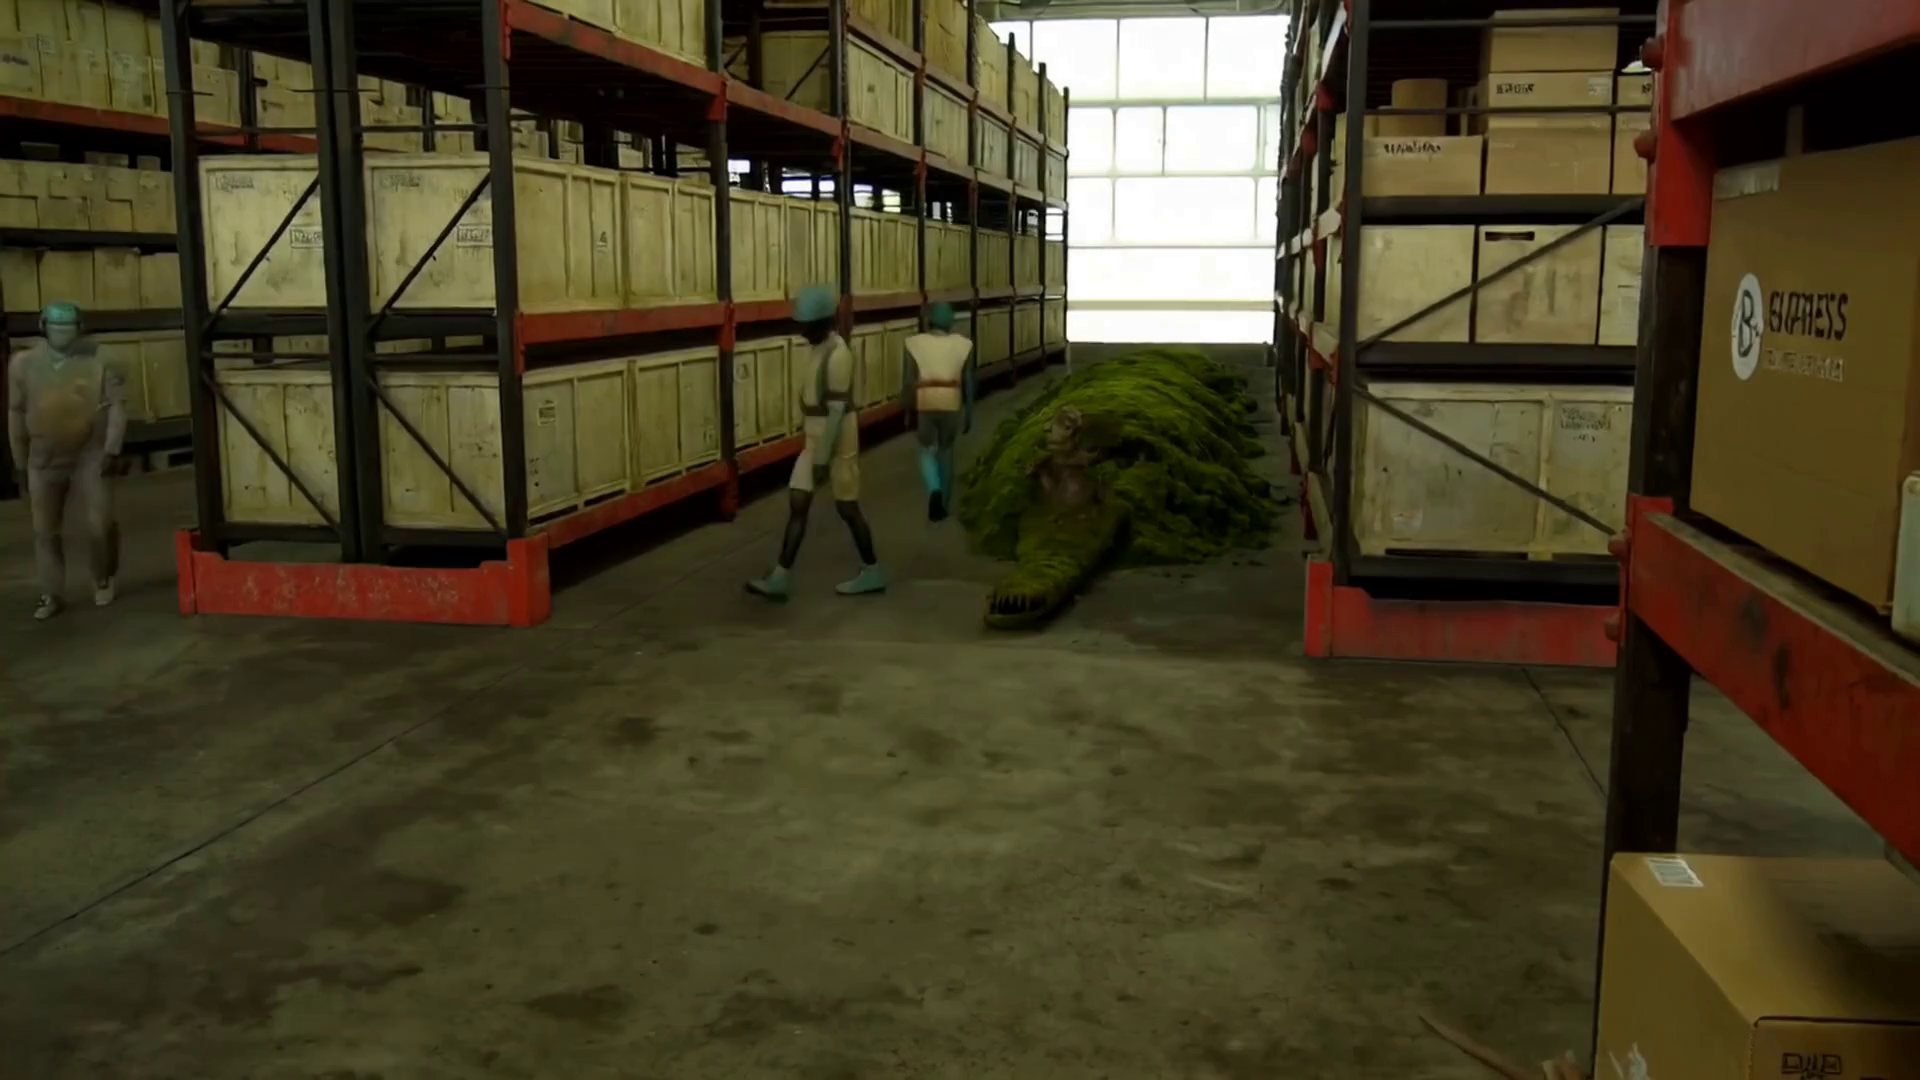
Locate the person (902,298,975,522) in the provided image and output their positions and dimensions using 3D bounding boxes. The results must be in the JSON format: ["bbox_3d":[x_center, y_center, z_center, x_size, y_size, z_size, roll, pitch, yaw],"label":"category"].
[{"bbox_3d":[-0.169,-1.048,13.479,0.585,1.822,0.728,-1,9,-8],"label":"person"}]

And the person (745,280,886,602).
[{"bbox_3d":[-0.879,-0.581,10.103,1.009,1.967,0.690,-6,11,-32],"label":"person"}]

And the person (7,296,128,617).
[{"bbox_3d":[-5.248,-0.492,9.813,0.668,1.881,0.478,-3,9,-15],"label":"person"}]
